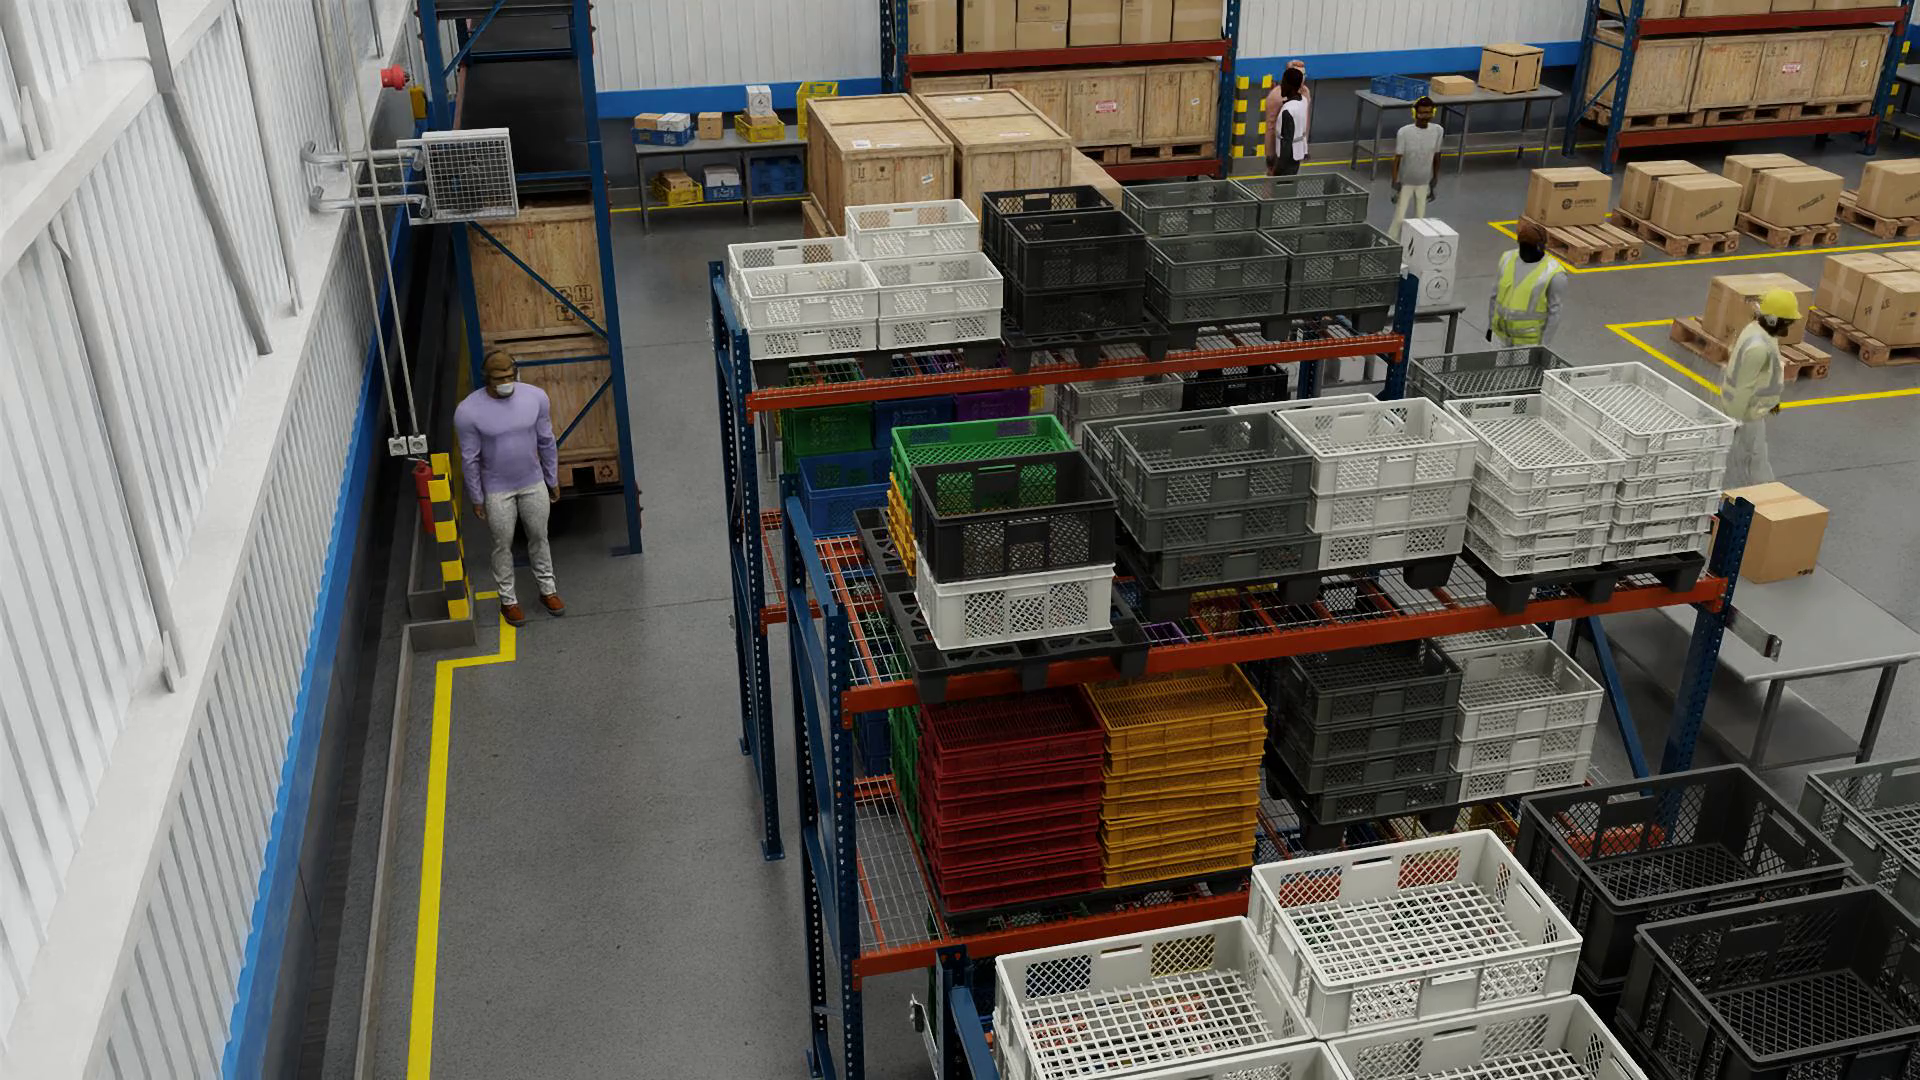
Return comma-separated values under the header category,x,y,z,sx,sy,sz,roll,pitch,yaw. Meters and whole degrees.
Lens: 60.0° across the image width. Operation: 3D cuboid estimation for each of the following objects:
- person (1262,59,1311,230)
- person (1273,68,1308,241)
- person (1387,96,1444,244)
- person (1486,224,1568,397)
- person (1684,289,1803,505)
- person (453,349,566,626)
category,x,y,z,sx,sy,sz,roll,pitch,yaw
person,3.680,-4.423,18.669,0.640,1.908,0.407,-20,34,-33
person,3.594,-4.193,18.218,0.391,1.920,0.593,10,30,19
person,4.756,-3.716,17.390,0.506,1.850,0.348,-2,28,-4
person,4.546,-1.680,13.540,0.430,1.837,0.624,-20,34,-33
person,5.939,-0.988,12.267,0.899,1.786,0.600,10,29,18
person,-2.936,-0.359,10.933,0.627,1.933,0.367,-16,32,-28
